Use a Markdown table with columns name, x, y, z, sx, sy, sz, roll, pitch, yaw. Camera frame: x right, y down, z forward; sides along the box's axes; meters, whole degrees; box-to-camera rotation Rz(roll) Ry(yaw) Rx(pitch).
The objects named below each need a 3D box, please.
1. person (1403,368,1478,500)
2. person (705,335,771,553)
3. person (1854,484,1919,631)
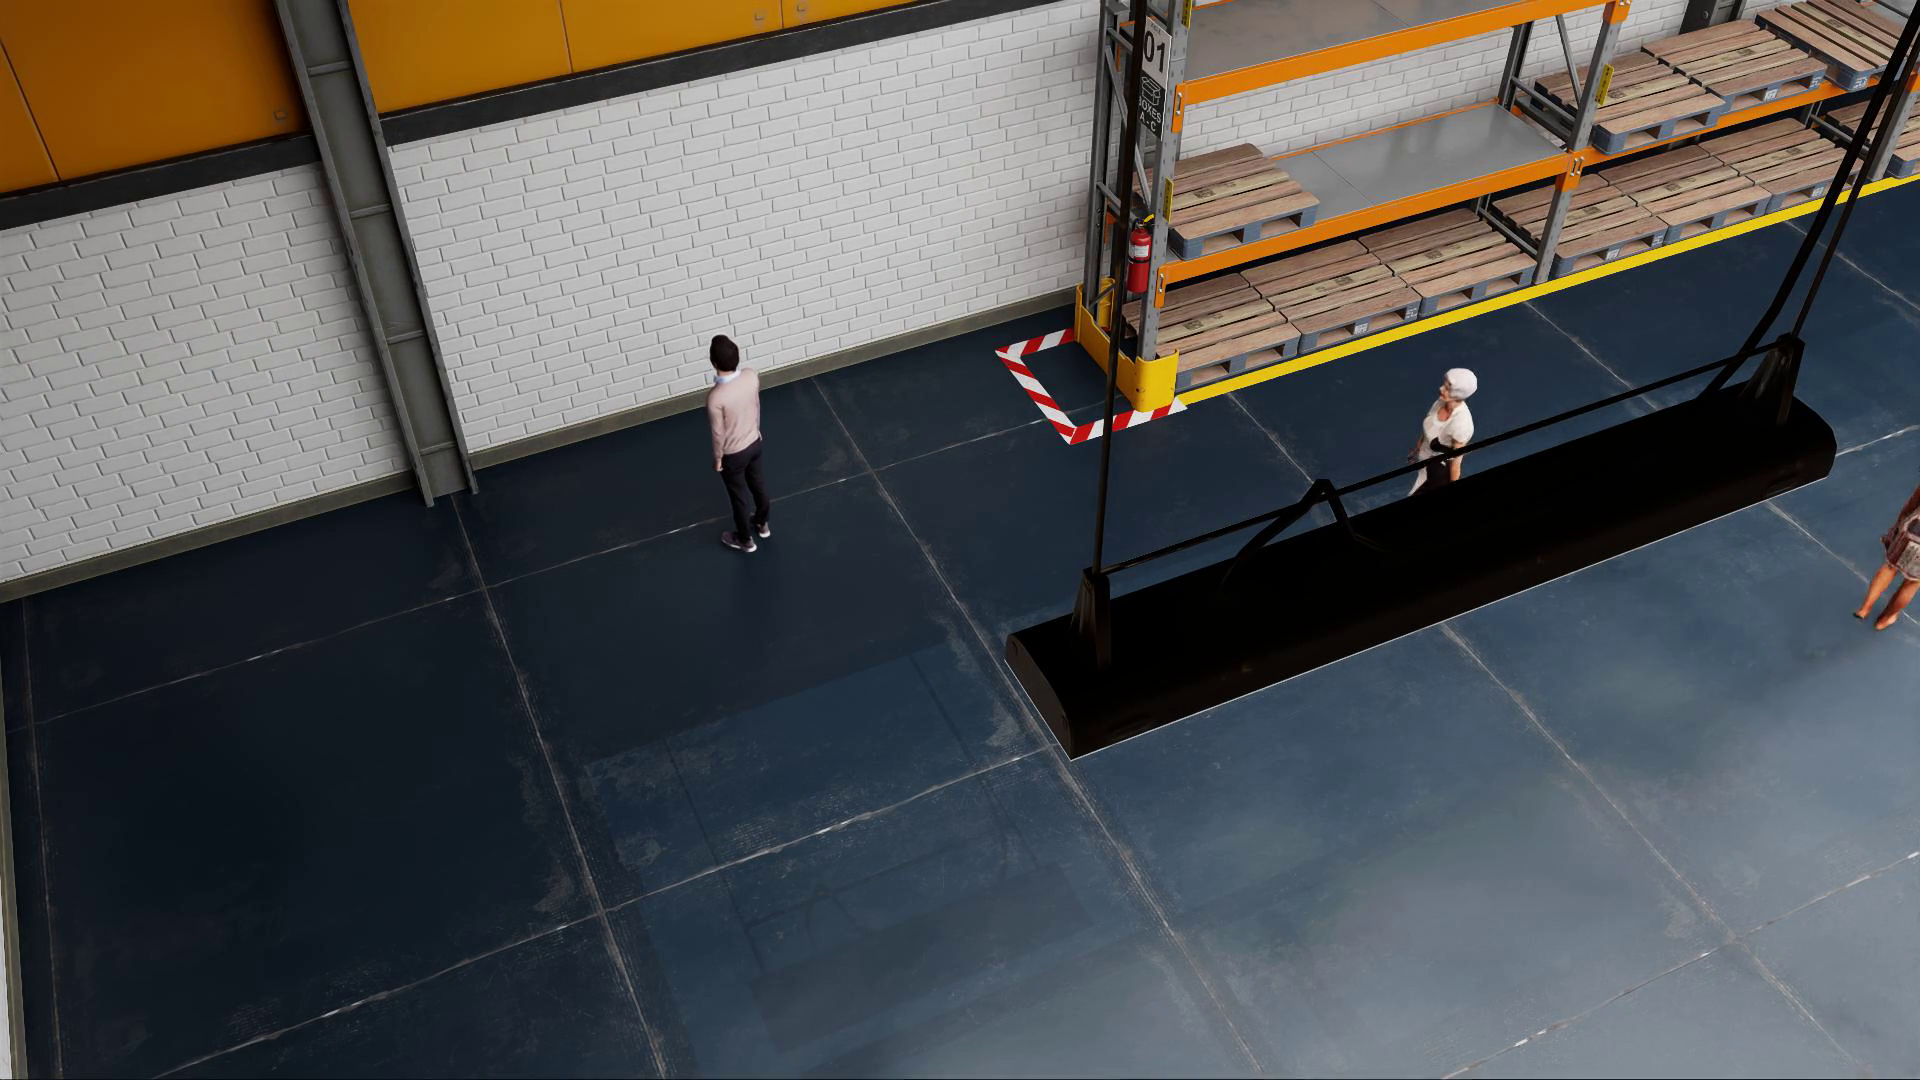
| name | x | y | z | sx | sy | sz | roll | pitch | yaw |
| --- | --- | --- | --- | --- | --- | --- | --- | --- | --- |
| person | 3.389 | -0.449 | 11.475 | 1.199 | 1.705 | 0.984 | 2 | 44 | 2 |
| person | -1.555 | -0.666 | 11.629 | 0.764 | 1.808 | 0.641 | 29 | 51 | 27 |
| person | 6.347 | 0.033 | 11.020 | 0.807 | 1.636 | 0.746 | -29 | 51 | -27 |
